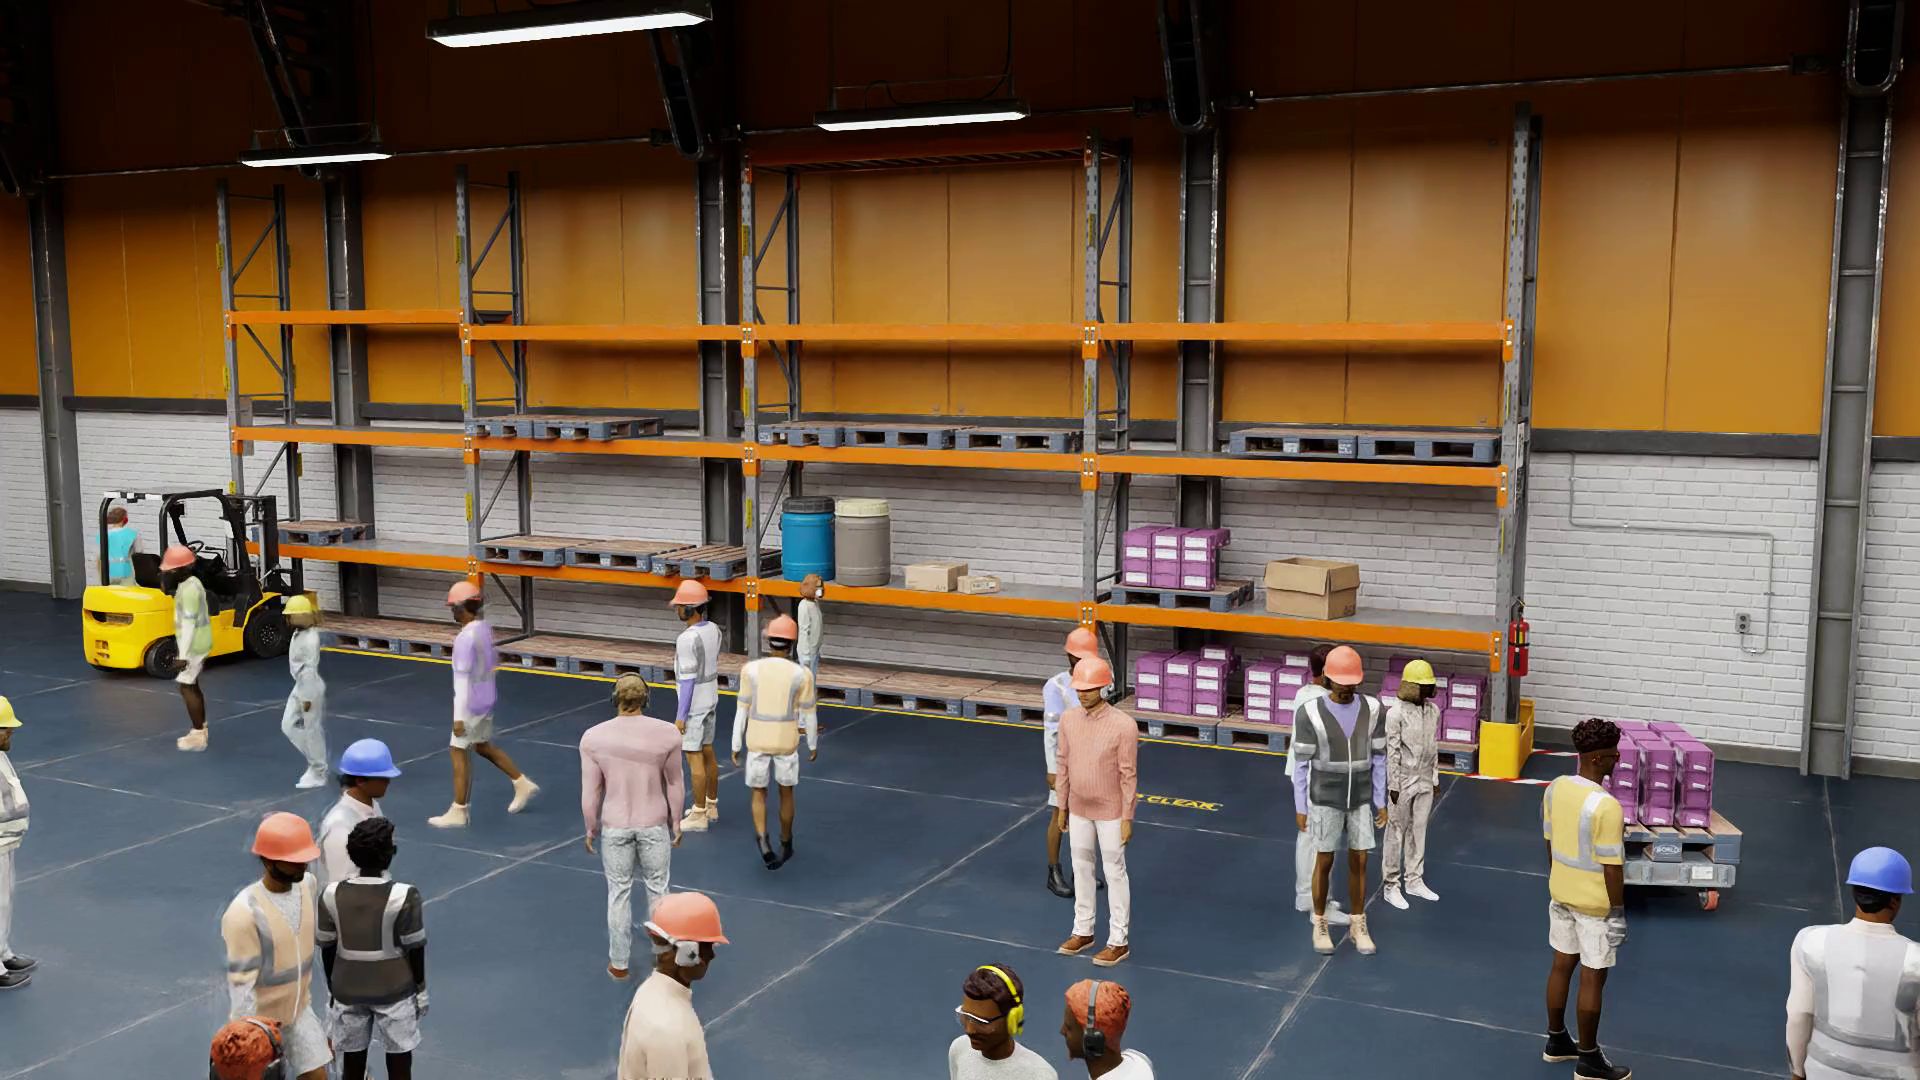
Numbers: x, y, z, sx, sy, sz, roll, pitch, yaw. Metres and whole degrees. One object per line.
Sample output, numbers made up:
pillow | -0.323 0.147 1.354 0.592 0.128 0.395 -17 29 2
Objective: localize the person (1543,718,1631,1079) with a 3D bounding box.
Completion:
person | 3.386 1.923 8.972 0.367 1.966 0.606 -2 7 -14

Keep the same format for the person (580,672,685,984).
person | -2.021 1.775 10.310 0.628 1.940 0.377 -1 7 -11

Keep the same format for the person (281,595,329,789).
person | -5.803 1.342 14.704 0.374 1.727 0.509 -5 8 -36

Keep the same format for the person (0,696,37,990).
person | -5.927 1.849 10.201 0.403 1.819 0.602 -3 8 -25

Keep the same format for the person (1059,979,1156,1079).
person | 0.498 2.383 5.569 0.355 1.876 0.574 3 7 21

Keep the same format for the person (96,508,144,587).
person | -10.886 0.476 21.654 0.577 1.799 0.935 1 7 5

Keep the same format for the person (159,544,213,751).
person | -7.485 1.029 16.126 0.444 2.019 0.651 -3 8 -24

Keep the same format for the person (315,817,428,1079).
person | -2.811 2.174 8.004 0.537 1.694 0.320 1 7 7

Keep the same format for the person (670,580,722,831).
person | -2.156 1.336 13.496 0.366 2.047 0.608 2 7 14

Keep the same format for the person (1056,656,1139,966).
person | 0.858 1.716 10.629 0.608 1.987 0.403 5 9 37

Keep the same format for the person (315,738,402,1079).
person | -3.132 1.980 8.654 0.486 1.924 0.624 0 7 -1

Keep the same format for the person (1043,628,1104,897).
person | 0.853 1.580 11.938 0.548 1.934 0.374 -5 8 -34

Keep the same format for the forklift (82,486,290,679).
forklift | -9.426 0.454 20.179 1.214 2.155 2.313 3 8 26

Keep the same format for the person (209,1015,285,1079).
person | -2.211 2.419 5.232 0.577 1.879 0.365 2 7 13

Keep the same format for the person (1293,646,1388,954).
person | 2.469 1.678 10.761 0.620 2.028 0.410 -1 7 -7

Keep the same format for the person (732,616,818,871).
person | -1.382 1.533 12.435 0.627 1.907 0.868 0 7 0

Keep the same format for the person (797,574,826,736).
person | -1.499 1.145 16.760 0.278 1.631 0.507 1 7 8

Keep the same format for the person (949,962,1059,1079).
person | 0.131 2.365 5.771 0.508 1.862 0.326 7 10 44

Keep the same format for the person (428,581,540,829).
person | -3.928 1.340 13.616 0.769 2.013 0.699 0 7 -1

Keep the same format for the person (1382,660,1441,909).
person | 3.199 1.702 11.712 0.486 1.744 0.294 -4 8 -33

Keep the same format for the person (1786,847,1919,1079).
person | 3.680 2.206 6.753 0.602 1.938 0.402 6 9 40

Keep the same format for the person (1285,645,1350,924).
person | 2.460 1.661 11.395 0.433 1.911 0.595 -1 7 -5

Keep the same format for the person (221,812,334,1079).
person | -3.131 2.138 7.592 1.058 1.873 0.580 3 7 22

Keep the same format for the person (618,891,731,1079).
person | -1.159 2.281 6.155 0.972 1.941 0.651 -1 7 -6
